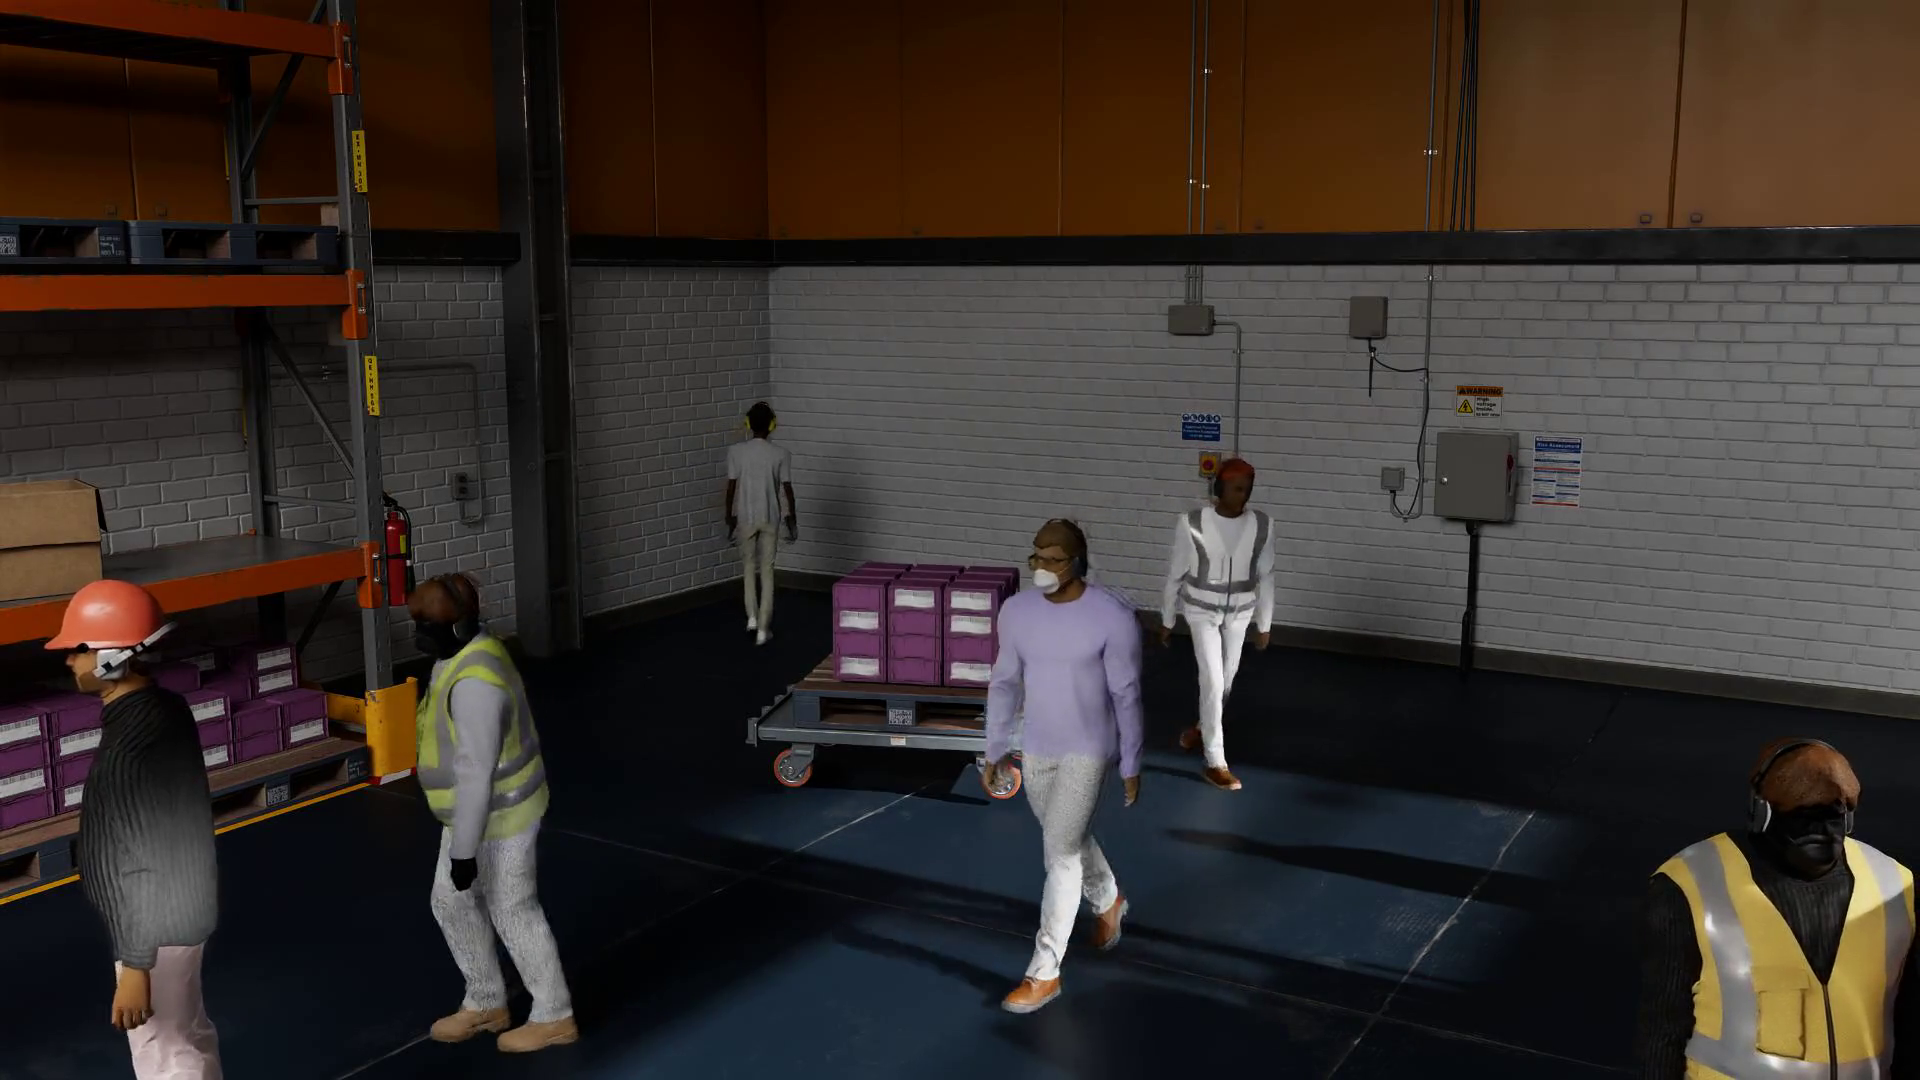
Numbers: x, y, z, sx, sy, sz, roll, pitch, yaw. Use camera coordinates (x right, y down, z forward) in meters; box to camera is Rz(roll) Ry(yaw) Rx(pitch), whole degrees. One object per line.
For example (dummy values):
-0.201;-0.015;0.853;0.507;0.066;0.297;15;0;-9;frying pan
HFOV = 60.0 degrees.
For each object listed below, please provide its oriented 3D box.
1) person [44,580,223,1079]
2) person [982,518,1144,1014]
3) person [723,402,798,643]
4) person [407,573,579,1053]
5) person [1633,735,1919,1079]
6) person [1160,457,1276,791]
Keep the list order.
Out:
-2.321;1.097;4.742;0.401;1.992;0.641;-3;10;-17;person
0.459;0.835;6.671;0.641;1.905;0.958;7;11;37;person
-1.532;-0.141;12.873;0.570;1.851;0.551;0;9;3;person
-1.686;0.994;5.957;0.629;1.802;0.644;-4;10;-24;person
1.839;1.333;3.754;0.629;1.837;0.429;0;9;0;person
1.450;0.421;9.456;0.620;1.842;0.877;-2;9;-9;person
